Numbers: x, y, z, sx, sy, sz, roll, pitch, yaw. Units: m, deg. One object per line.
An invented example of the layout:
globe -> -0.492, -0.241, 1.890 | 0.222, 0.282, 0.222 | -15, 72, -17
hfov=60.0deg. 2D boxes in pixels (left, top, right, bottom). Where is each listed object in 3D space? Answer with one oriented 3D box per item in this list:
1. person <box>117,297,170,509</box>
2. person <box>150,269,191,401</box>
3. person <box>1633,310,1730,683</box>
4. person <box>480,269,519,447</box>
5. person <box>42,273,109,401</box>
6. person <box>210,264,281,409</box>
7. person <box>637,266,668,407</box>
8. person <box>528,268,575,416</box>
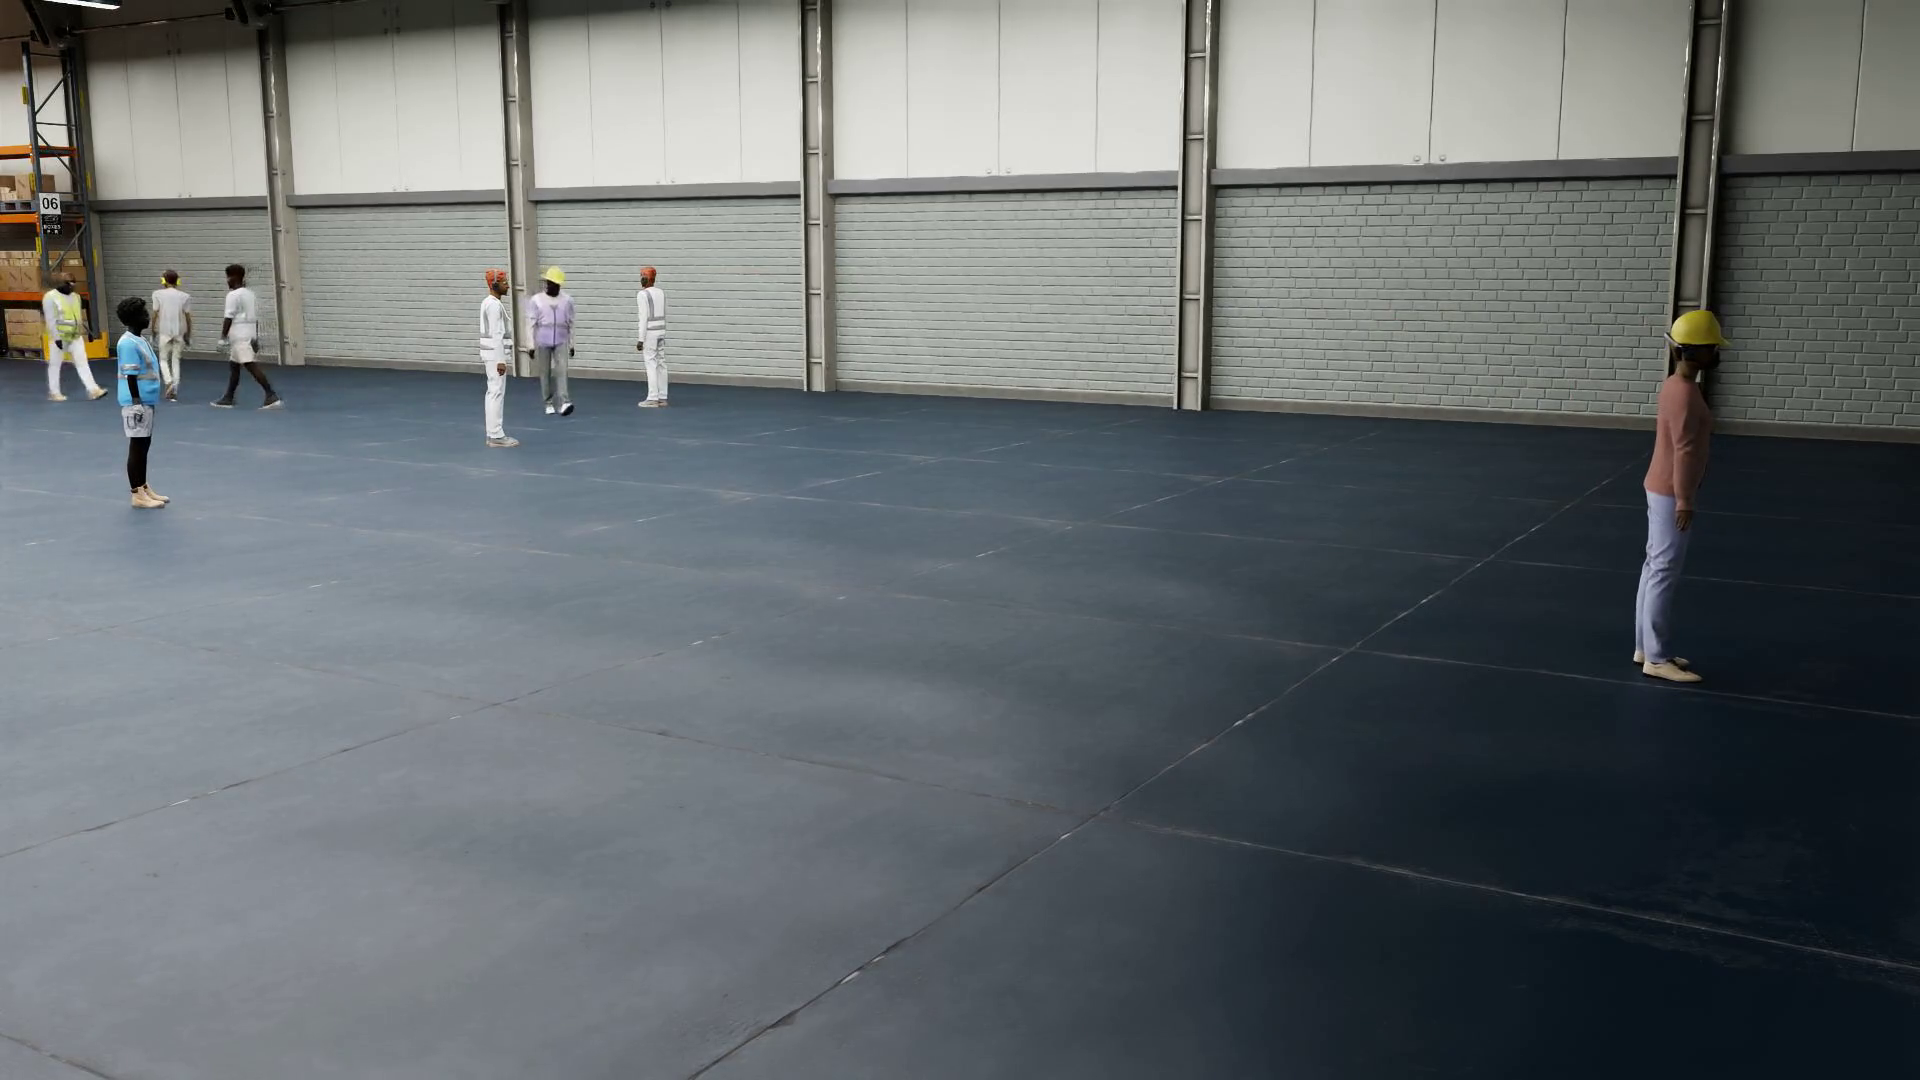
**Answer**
person -> -6.597, -1.103, 13.394 | 0.315, 1.698, 0.541 | -3, 10, -17
person -> -11.027, -2.856, 23.237 | 0.571, 1.836, 0.469 | -7, 12, -35
person -> 3.462, -0.214, 7.995 | 0.329, 1.769, 0.526 | 3, 10, 17
person -> -4.931, -1.934, 17.718 | 0.338, 1.882, 0.582 | -4, 10, -21
person -> -12.365, -2.809, 23.121 | 0.962, 1.781, 0.654 | 4, 10, 21
person -> -9.499, -2.686, 22.037 | 0.997, 1.925, 0.621 | 0, 10, 0
person -> -4.144, -2.723, 22.343 | 0.362, 1.883, 0.575 | 4, 11, 25
person -> -5.143, -2.488, 21.020 | 0.623, 1.856, 1.023 | -5, 11, -25
